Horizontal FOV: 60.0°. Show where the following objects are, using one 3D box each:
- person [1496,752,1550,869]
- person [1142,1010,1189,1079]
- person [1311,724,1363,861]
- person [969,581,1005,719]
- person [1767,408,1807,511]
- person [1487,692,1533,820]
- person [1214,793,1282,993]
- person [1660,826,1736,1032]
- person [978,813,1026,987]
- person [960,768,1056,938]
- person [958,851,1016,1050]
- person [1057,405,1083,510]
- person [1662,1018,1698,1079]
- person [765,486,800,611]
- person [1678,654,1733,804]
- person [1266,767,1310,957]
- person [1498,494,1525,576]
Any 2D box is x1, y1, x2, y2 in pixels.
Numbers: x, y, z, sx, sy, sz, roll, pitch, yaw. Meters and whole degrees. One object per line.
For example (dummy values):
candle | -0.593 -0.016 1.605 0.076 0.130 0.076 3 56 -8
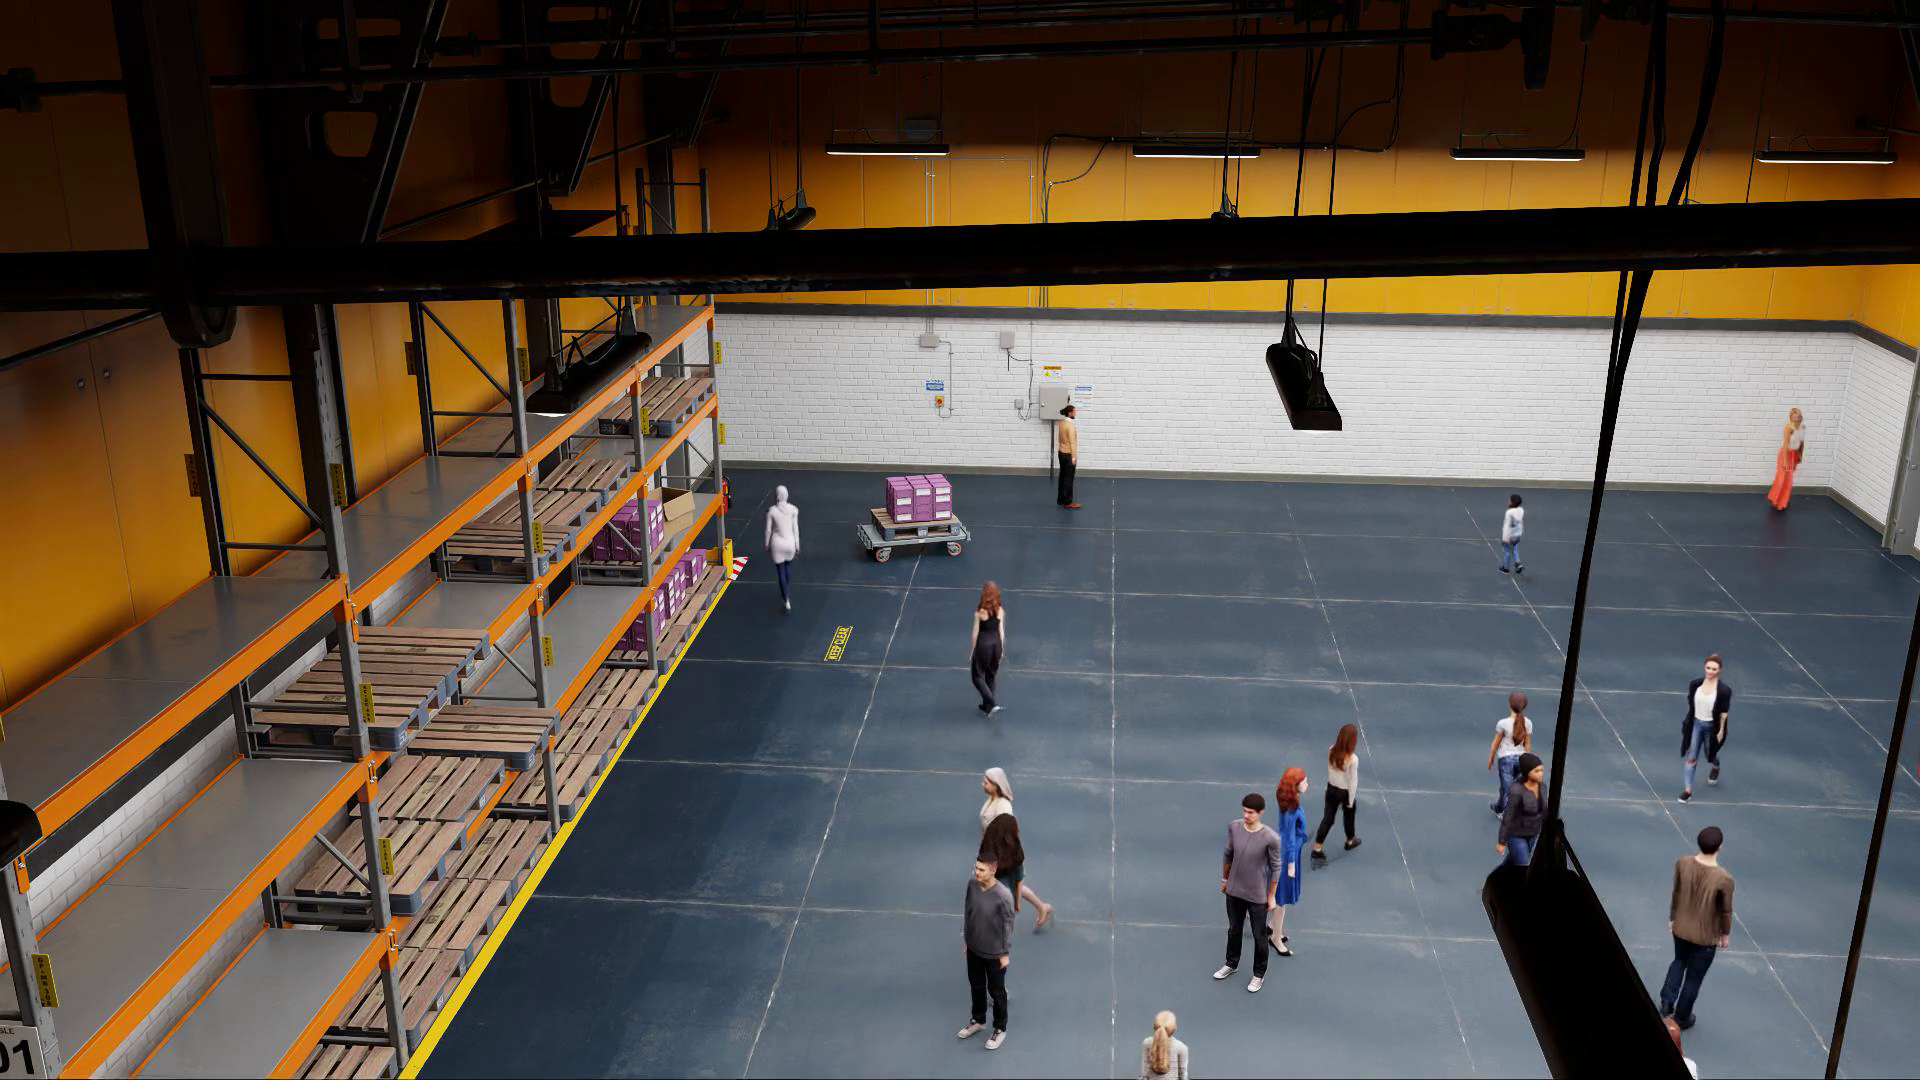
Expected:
person | 5.221 2.794 15.651 1.064 1.694 1.261 -10 21 -26
person | 1.514 4.110 12.428 0.642 1.257 0.900 6 20 19
person | 3.774 2.559 16.722 1.029 1.456 0.946 -16 25 -40
person | 0.363 1.349 19.874 0.839 1.738 0.947 -9 21 -25
person | 13.880 -1.355 27.856 0.883 1.769 0.923 -16 24 -39
person | 5.738 2.344 17.251 0.666 1.526 1.080 -1 19 -4
person | 2.544 3.061 14.610 0.751 1.851 0.744 14 23 36
person | 6.116 3.286 13.904 0.821 1.877 0.748 -13 23 -34
person | 0.334 3.209 14.592 0.721 1.583 0.821 -6 20 -18
person | 0.459 2.905 15.313 0.951 1.700 1.150 -6 19 -17
person | 0.230 3.378 13.813 0.696 1.760 0.702 14 23 35
person | 1.813 -1.420 28.074 0.811 1.751 0.690 -7 20 -21
person | 4.863 4.179 11.540 0.712 1.693 1.132 -1 19 -4
person | -2.495 0.141 23.471 0.892 1.732 1.210 -4 19 -13
person | 8.116 2.009 18.036 1.024 1.659 1.143 17 25 40
person | 2.963 2.899 15.131 0.669 1.827 0.497 2 19 6
person | 8.292 -0.069 24.842 0.634 1.255 0.723 -8 20 -22
